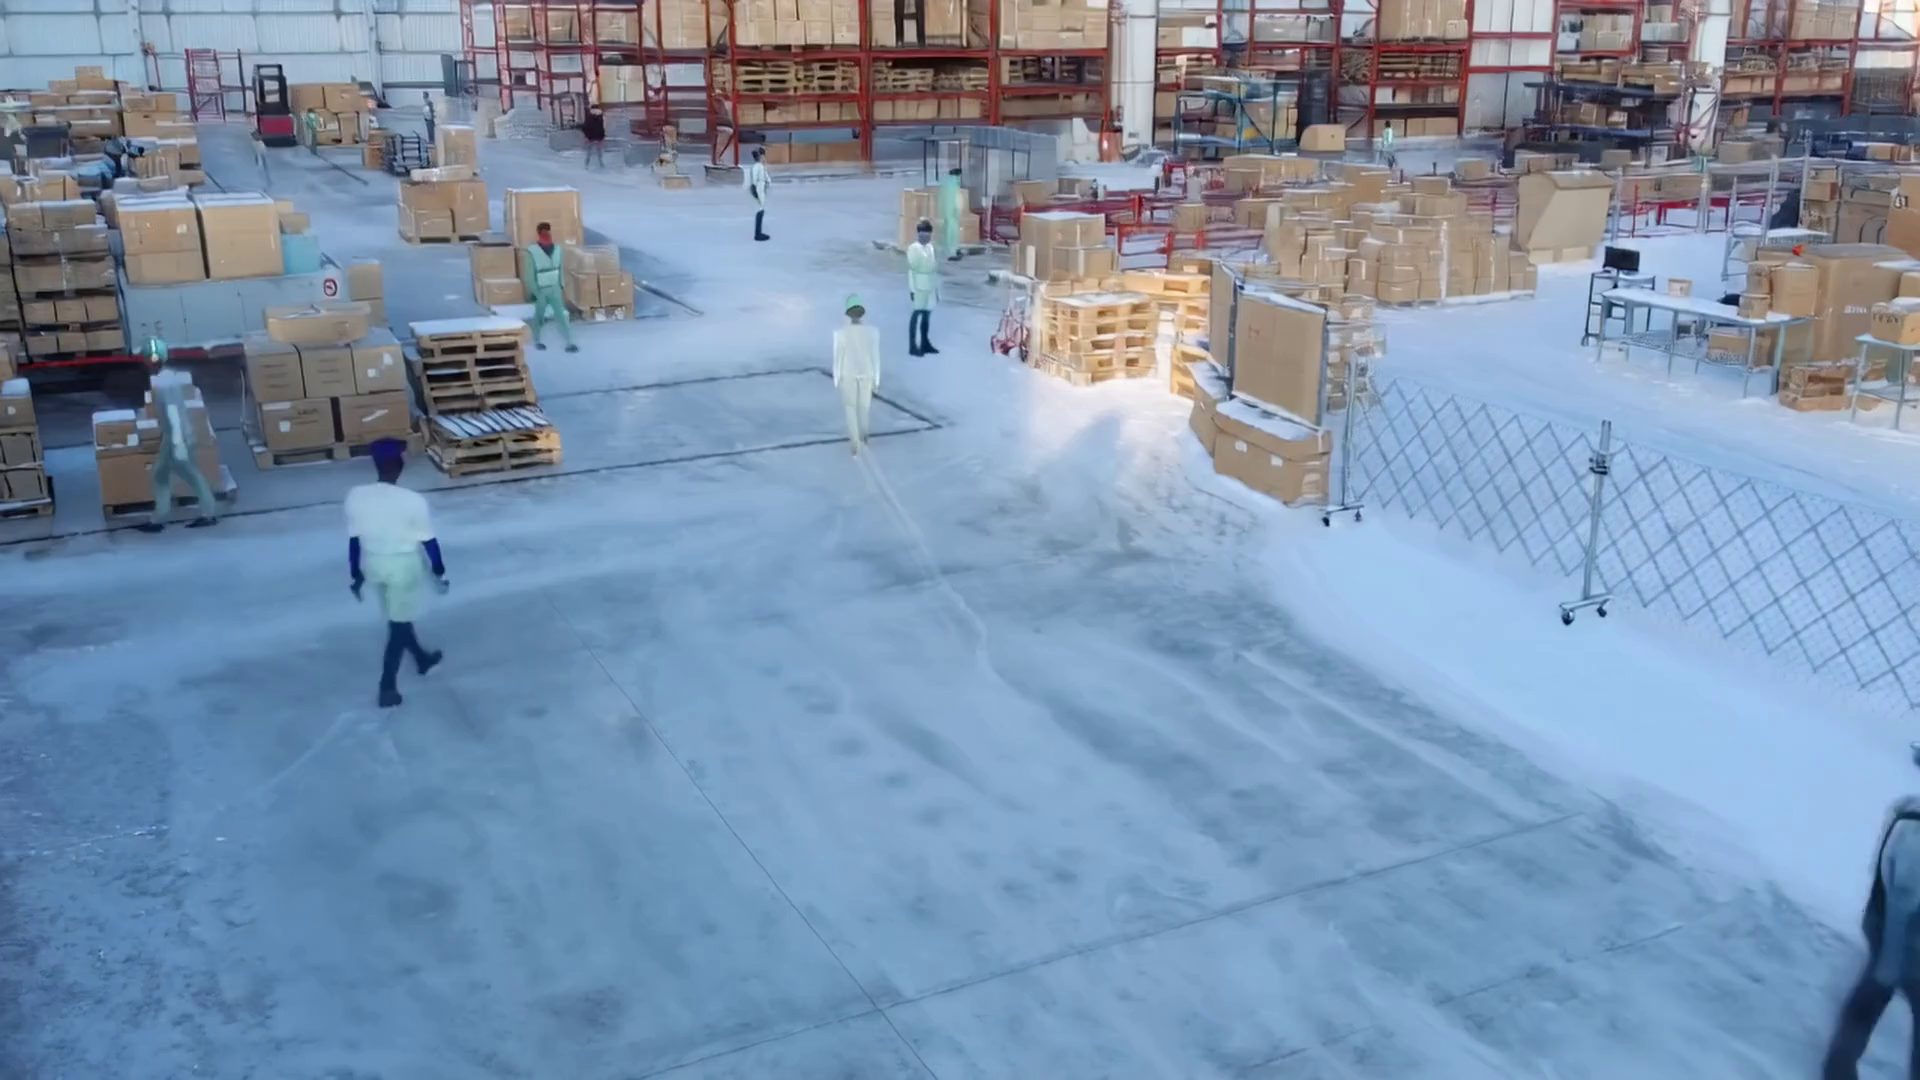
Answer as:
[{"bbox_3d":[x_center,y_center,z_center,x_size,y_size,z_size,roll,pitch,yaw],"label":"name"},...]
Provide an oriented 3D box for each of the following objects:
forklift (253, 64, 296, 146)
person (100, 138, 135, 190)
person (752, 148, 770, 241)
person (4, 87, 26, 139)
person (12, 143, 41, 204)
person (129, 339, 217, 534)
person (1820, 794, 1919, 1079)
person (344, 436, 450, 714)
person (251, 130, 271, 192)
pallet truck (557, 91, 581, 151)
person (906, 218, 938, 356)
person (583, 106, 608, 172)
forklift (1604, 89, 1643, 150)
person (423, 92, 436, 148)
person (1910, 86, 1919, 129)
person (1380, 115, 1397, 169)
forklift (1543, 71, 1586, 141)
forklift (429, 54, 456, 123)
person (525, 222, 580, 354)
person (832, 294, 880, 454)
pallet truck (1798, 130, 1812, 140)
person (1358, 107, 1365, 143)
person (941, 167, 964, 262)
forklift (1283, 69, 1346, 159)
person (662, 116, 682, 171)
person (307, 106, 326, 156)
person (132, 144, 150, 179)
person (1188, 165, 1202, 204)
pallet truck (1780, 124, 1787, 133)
[{"bbox_3d":[-24.393,-15.459,59.030,1.129,2.768,1.873,-9,20,-26],"label":"forklift"},{"bbox_3d":[-18.437,-7.775,36.427,0.686,2.000,0.538,-16,24,-41],"label":"person"},{"bbox_3d":[-4.185,-7.285,35.066,0.376,1.934,0.550,-3,18,-9],"label":"person"},{"bbox_3d":[-35.321,-15.904,61.977,0.554,1.923,0.571,15,23,40],"label":"person"},{"bbox_3d":[-20.759,-7.885,37.018,0.572,1.886,0.358,1,18,4],"label":"person"},{"bbox_3d":[-7.461,-0.958,15.503,0.860,1.835,0.547,-6,19,-17],"label":"person"},{"bbox_3d":[4.195,1.739,7.120,0.785,1.818,0.549,10,20,29],"label":"person"},{"bbox_3d":[-3.968,0.207,11.747,0.625,1.913,1.002,4,18,14],"label":"person"},{"bbox_3d":[-18.623,-10.070,44.263,0.384,1.624,0.521,-12,21,-33],"label":"person"},{"bbox_3d":[-13.495,-14.412,57.188,0.823,1.965,1.885,-3,18,-9],"label":"pallet truck"},{"bbox_3d":[-0.504,-3.578,23.508,0.373,1.934,0.552,14,22,37],"label":"person"},{"bbox_3d":[-10.911,-11.991,49.748,0.685,1.940,0.661,6,19,17],"label":"person"},{"bbox_3d":[22.118,-14.516,56.088,1.873,2.768,1.129,-9,20,-26],"label":"forklift"},{"bbox_3d":[-18.628,-14.775,58.465,0.396,1.911,0.588,-12,21,-33],"label":"person"},{"bbox_3d":[38.312,-17.288,66.563,0.652,1.749,0.526,-7,19,-22],"label":"person"},{"bbox_3d":[12.721,-11.767,49.445,0.491,1.684,0.540,15,23,40],"label":"person"},{"bbox_3d":[18.685,-13.231,52.085,1.873,2.768,1.129,-9,20,-26],"label":"forklift"},{"bbox_3d":[-21.750,-19.219,70.751,1.873,2.768,1.129,-9,20,-26],"label":"forklift"},{"bbox_3d":[-5.860,-3.581,23.637,1.022,1.859,0.614,16,24,40],"label":"person"},{"bbox_3d":[-1.140,-1.835,18.415,0.526,1.736,0.798,-3,18,-10],"label":"person"},{"bbox_3d":[25.526,-11.556,49.408,1.630,1.274,0.653,-9,20,-26],"label":"pallet truck"},{"bbox_3d":[14.279,-15.034,59.257,0.660,1.912,0.565,-8,19,-23],"label":"person"},{"bbox_3d":[-0.125,-6.279,32.130,0.425,1.815,0.611,-7,19,-20],"label":"person"},{"bbox_3d":[11.615,-13.871,54.079,1.129,2.768,1.873,-9,20,-27],"label":"forklift"},{"bbox_3d":[-8.501,-11.669,49.149,0.585,1.669,0.501,-15,23,-38],"label":"person"},{"bbox_3d":[-21.330,-13.572,55.213,0.799,1.602,0.514,6,19,17],"label":"person"},{"bbox_3d":[-18.107,-7.827,36.867,0.319,1.871,0.542,11,21,30],"label":"person"},{"bbox_3d":[4.799,-7.000,34.684,0.645,1.607,0.529,-8,19,-24],"label":"person"},{"bbox_3d":[25.206,-12.542,52.601,1.601,1.201,0.680,0,18,-2],"label":"pallet truck"}]
